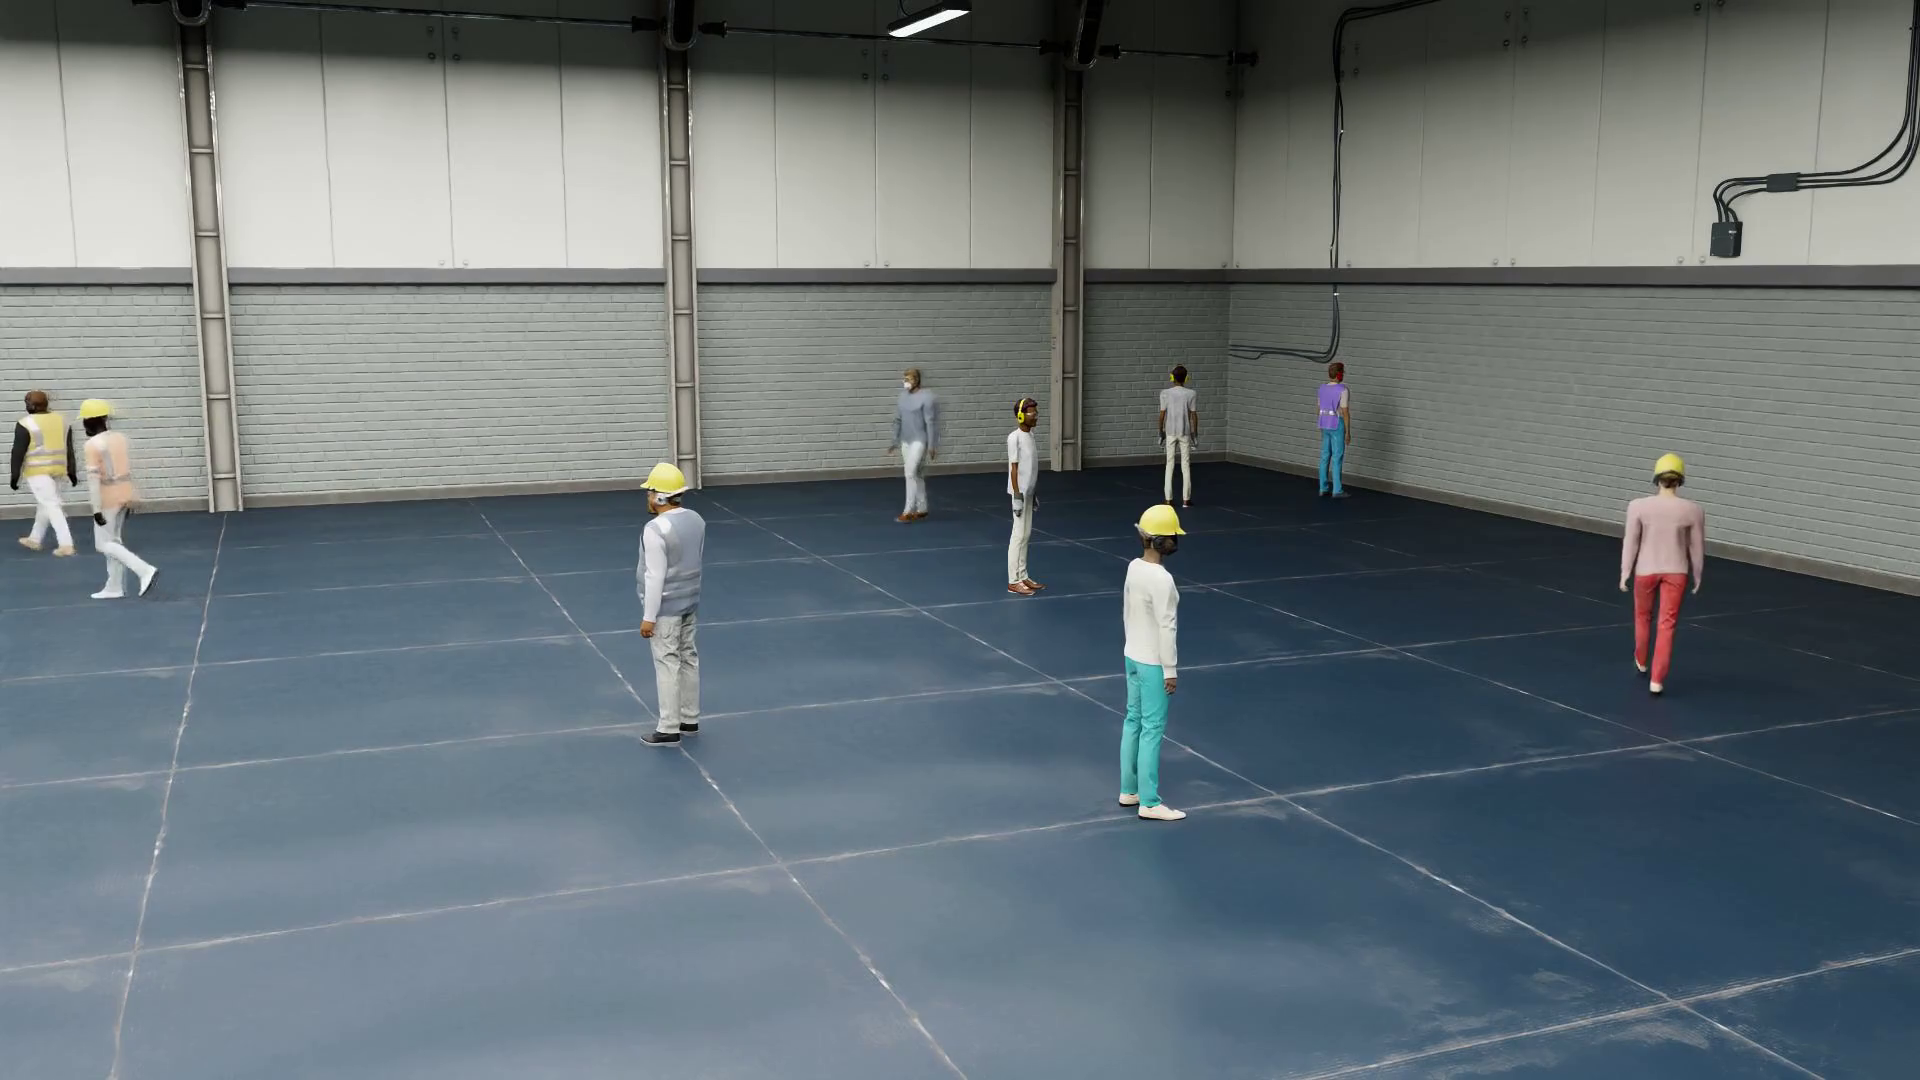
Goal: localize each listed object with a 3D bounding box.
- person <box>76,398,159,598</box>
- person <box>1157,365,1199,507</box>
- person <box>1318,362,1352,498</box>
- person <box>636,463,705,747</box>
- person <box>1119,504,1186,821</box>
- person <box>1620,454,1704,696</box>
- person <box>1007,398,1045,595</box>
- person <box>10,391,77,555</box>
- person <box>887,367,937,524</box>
[{"bbox_3d":[-7.838,-0.370,15.471,0.641,1.909,0.596,0,9,3],"label":"person"},{"bbox_3d":[2.860,-1.360,21.803,0.538,1.866,0.313,2,9,12],"label":"person"},{"bbox_3d":[5.097,-1.494,22.694,0.389,1.850,0.567,-5,11,-31],"label":"person"},{"bbox_3d":[-1.883,0.414,10.754,0.404,1.836,0.597,4,10,21],"label":"person"},{"bbox_3d":[1.093,0.677,9.324,0.322,1.767,0.533,-3,9,-17],"label":"person"},{"bbox_3d":[5.162,0.230,12.225,0.549,1.719,0.897,4,10,24],"label":"person"},{"bbox_3d":[0.627,-0.423,15.904,0.328,1.872,0.511,3,10,20],"label":"person"},{"bbox_3d":[-9.994,-0.731,18.113,0.999,1.789,0.645,4,10,21],"label":"person"},{"bbox_3d":[-0.654,-1.153,20.381,0.807,1.913,0.634,-7,12,-39],"label":"person"}]
